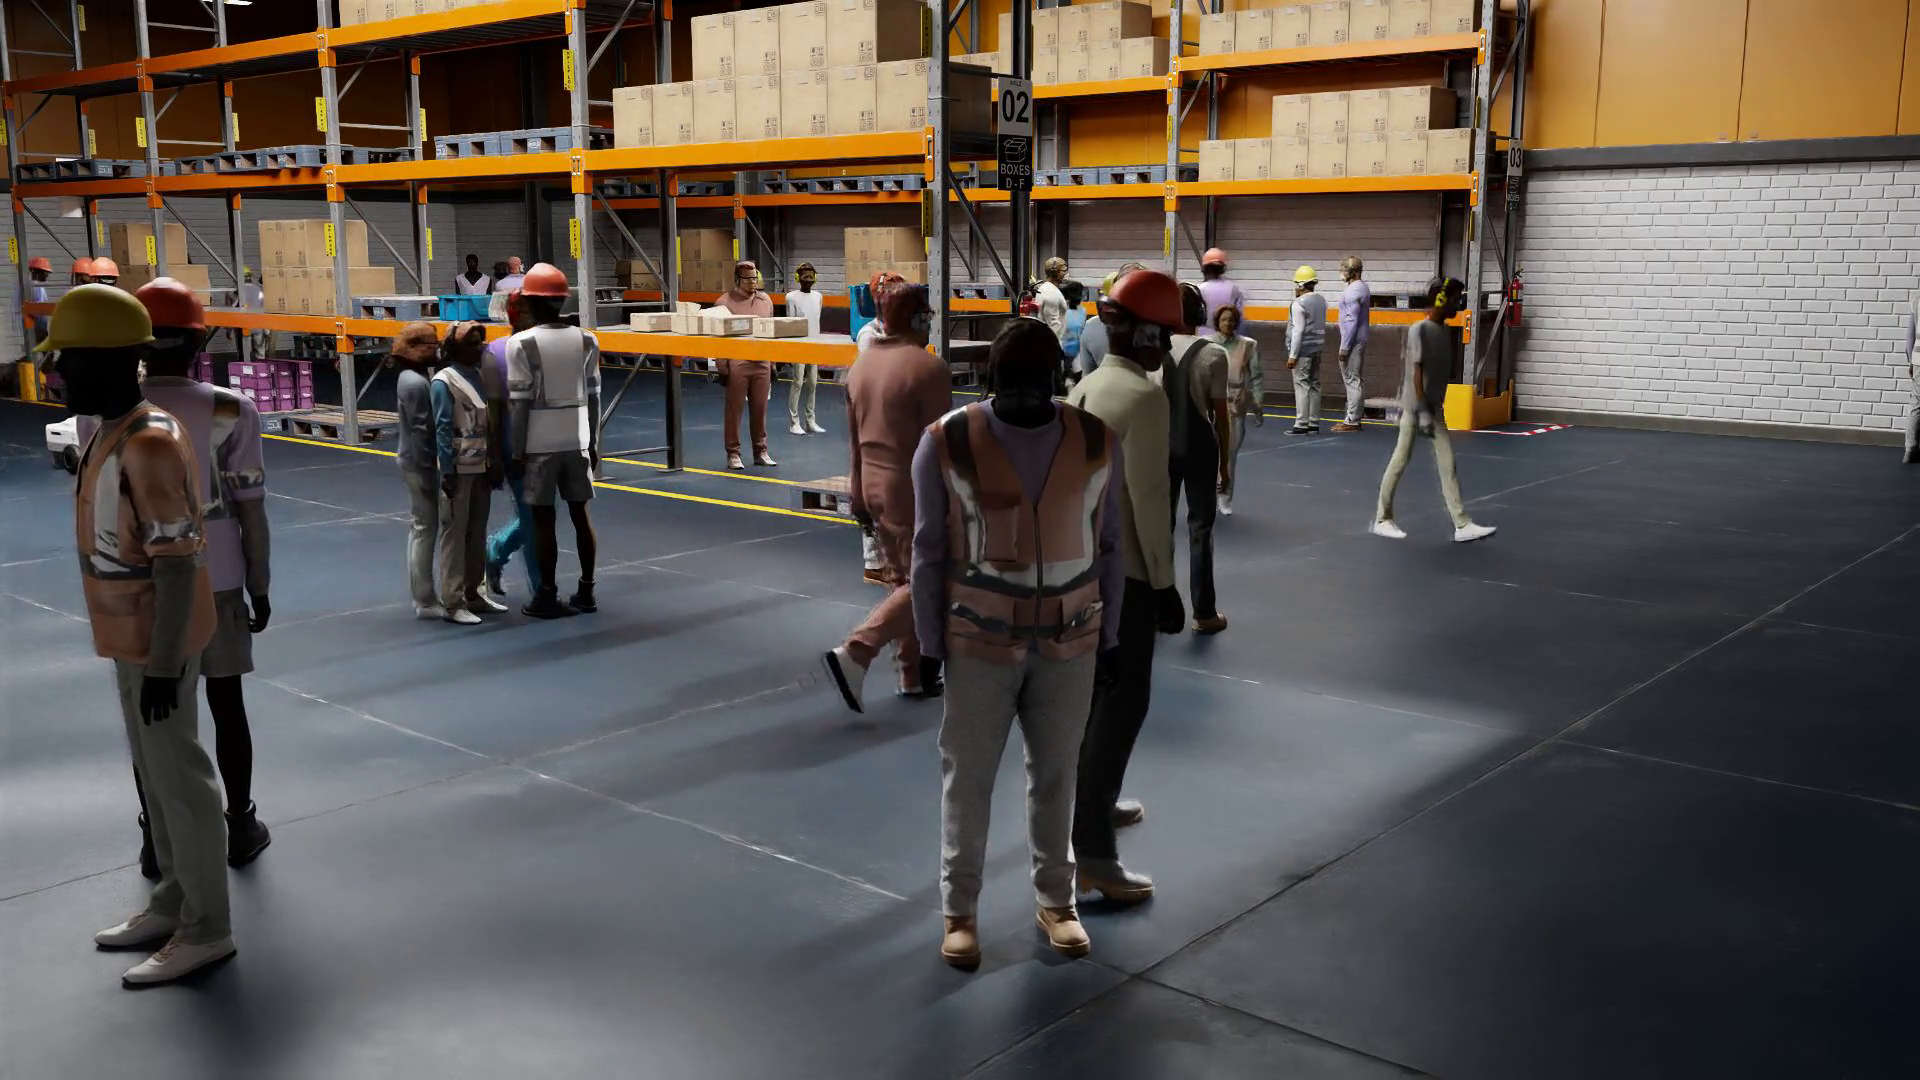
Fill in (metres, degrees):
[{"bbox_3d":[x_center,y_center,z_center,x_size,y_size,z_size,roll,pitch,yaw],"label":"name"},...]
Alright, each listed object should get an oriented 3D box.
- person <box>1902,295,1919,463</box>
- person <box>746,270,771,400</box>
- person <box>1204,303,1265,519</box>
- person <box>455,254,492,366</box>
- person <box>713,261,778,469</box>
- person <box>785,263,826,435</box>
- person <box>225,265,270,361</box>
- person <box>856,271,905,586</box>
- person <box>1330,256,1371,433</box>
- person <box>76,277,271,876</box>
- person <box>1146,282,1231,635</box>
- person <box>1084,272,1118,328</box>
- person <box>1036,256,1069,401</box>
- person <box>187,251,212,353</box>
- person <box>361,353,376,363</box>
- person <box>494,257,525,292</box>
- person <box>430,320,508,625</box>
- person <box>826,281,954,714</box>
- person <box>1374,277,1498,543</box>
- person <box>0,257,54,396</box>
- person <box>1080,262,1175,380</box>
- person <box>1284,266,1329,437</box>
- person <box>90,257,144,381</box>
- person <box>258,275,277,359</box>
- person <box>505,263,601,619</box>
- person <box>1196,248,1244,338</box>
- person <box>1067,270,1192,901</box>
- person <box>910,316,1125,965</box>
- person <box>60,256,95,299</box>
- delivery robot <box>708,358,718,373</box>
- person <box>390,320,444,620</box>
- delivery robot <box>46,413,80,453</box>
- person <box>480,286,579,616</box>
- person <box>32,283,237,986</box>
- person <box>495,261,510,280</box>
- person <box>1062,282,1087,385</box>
[{"bbox_3d":[9.115,-1.659,15.491,0.402,1.945,0.614,-3,11,-19],"label":"person"},{"bbox_3d":[-2.721,-2.727,22.153,0.290,1.745,0.487,6,12,32],"label":"person"},{"bbox_3d":[1.992,-0.944,12.368,0.532,1.605,0.775,0,10,-1],"label":"person"},{"bbox_3d":[-7.918,-3.687,27.120,0.587,1.920,0.391,-2,10,-12],"label":"person"},{"bbox_3d":[-1.948,-1.601,15.310,0.645,1.900,0.404,-9,13,-40],"label":"person"},{"bbox_3d":[-1.672,-2.077,18.106,0.310,1.865,0.532,10,14,44],"label":"person"},{"bbox_3d":[-10.004,-2.972,23.415,0.598,1.792,0.759,-7,12,-33],"label":"person"},{"bbox_3d":[-0.437,-0.671,10.053,0.353,1.883,0.577,2,10,13],"label":"person"},{"bbox_3d":[4.296,-2.138,18.246,0.373,1.939,0.628,4,11,24],"label":"person"},{"bbox_3d":[-2.531,0.120,5.424,0.538,1.929,0.381,-4,11,-22],"label":"person"},{"bbox_3d":[1.182,-0.423,8.744,0.505,1.847,0.346,5,11,27],"label":"person"},{"bbox_3d":[1.210,-1.161,12.973,0.594,1.837,0.404,-4,11,-20],"label":"person"},{"bbox_3d":[0.938,-1.939,17.111,0.354,1.937,0.635,-1,10,-5],"label":"person"},{"bbox_3d":[-10.709,-3.024,23.001,0.681,2.000,0.538,-3,10,-15],"label":"person"},{"bbox_3d":[-10.487,-3.989,29.338,0.730,1.747,0.539,8,13,40],"label":"person"},{"bbox_3d":[-5.977,-2.866,22.494,0.641,1.904,0.401,-6,11,-29],"label":"person"},{"bbox_3d":[-2.676,-0.371,9.035,0.309,1.638,0.522,2,10,13],"label":"person"},{"bbox_3d":[-0.283,-0.181,7.264,0.733,1.881,0.652,-7,12,-36],"label":"person"},{"bbox_3d":[3.253,-0.871,11.373,0.561,1.810,0.988,-7,12,-36],"label":"person"},{"bbox_3d":[-12.653,-2.882,22.595,0.563,1.904,0.788,8,13,40],"label":"person"},{"bbox_3d":[1.009,-0.649,9.768,0.632,1.940,0.372,5,11,26],"label":"person"},{"bbox_3d":[3.714,-2.032,17.939,0.403,1.832,0.593,9,14,42],"label":"person"},{"bbox_3d":[-7.718,-1.593,15.141,0.356,1.936,0.551,7,12,33],"label":"person"},{"bbox_3d":[-11.826,-3.771,28.437,0.512,1.622,0.289,5,11,26],"label":"person"},{"bbox_3d":[-2.230,-0.534,9.119,0.545,1.937,0.361,-9,13,-41],"label":"person"},{"bbox_3d":[2.575,-2.010,17.303,0.636,2.009,0.924,-2,10,-11],"label":"person"},{"bbox_3d":[0.501,0.115,5.398,0.538,1.963,0.789,-3,10,-16],"label":"person"},{"bbox_3d":[0.174,0.298,4.712,0.633,1.839,0.441,-2,10,-11],"label":"person"},{"bbox_3d":[-9.659,-2.171,18.471,0.390,1.941,0.553,4,11,23],"label":"person"},{"bbox_3d":[-3.455,-2.664,24.907,0.707,0.478,0.477,9,13,41],"label":"delivery robot"},{"bbox_3d":[-2.937,-0.383,9.125,0.290,1.633,0.504,-4,11,-20],"label":"person"},{"bbox_3d":[-7.998,-0.947,15.133,0.707,0.478,0.477,7,12,35],"label":"delivery robot"},{"bbox_3d":[-2.452,-0.501,9.266,0.732,1.824,0.575,5,11,24],"label":"person"},{"bbox_3d":[-2.272,0.263,4.606,0.388,1.926,0.590,-7,12,-35],"label":"person"},{"bbox_3d":[-7.350,-3.609,26.997,0.498,1.813,0.672,-5,11,-24],"label":"person"},{"bbox_3d":[1.261,-2.203,19.487,0.545,1.628,0.841,-7,12,-36],"label":"person"}]
